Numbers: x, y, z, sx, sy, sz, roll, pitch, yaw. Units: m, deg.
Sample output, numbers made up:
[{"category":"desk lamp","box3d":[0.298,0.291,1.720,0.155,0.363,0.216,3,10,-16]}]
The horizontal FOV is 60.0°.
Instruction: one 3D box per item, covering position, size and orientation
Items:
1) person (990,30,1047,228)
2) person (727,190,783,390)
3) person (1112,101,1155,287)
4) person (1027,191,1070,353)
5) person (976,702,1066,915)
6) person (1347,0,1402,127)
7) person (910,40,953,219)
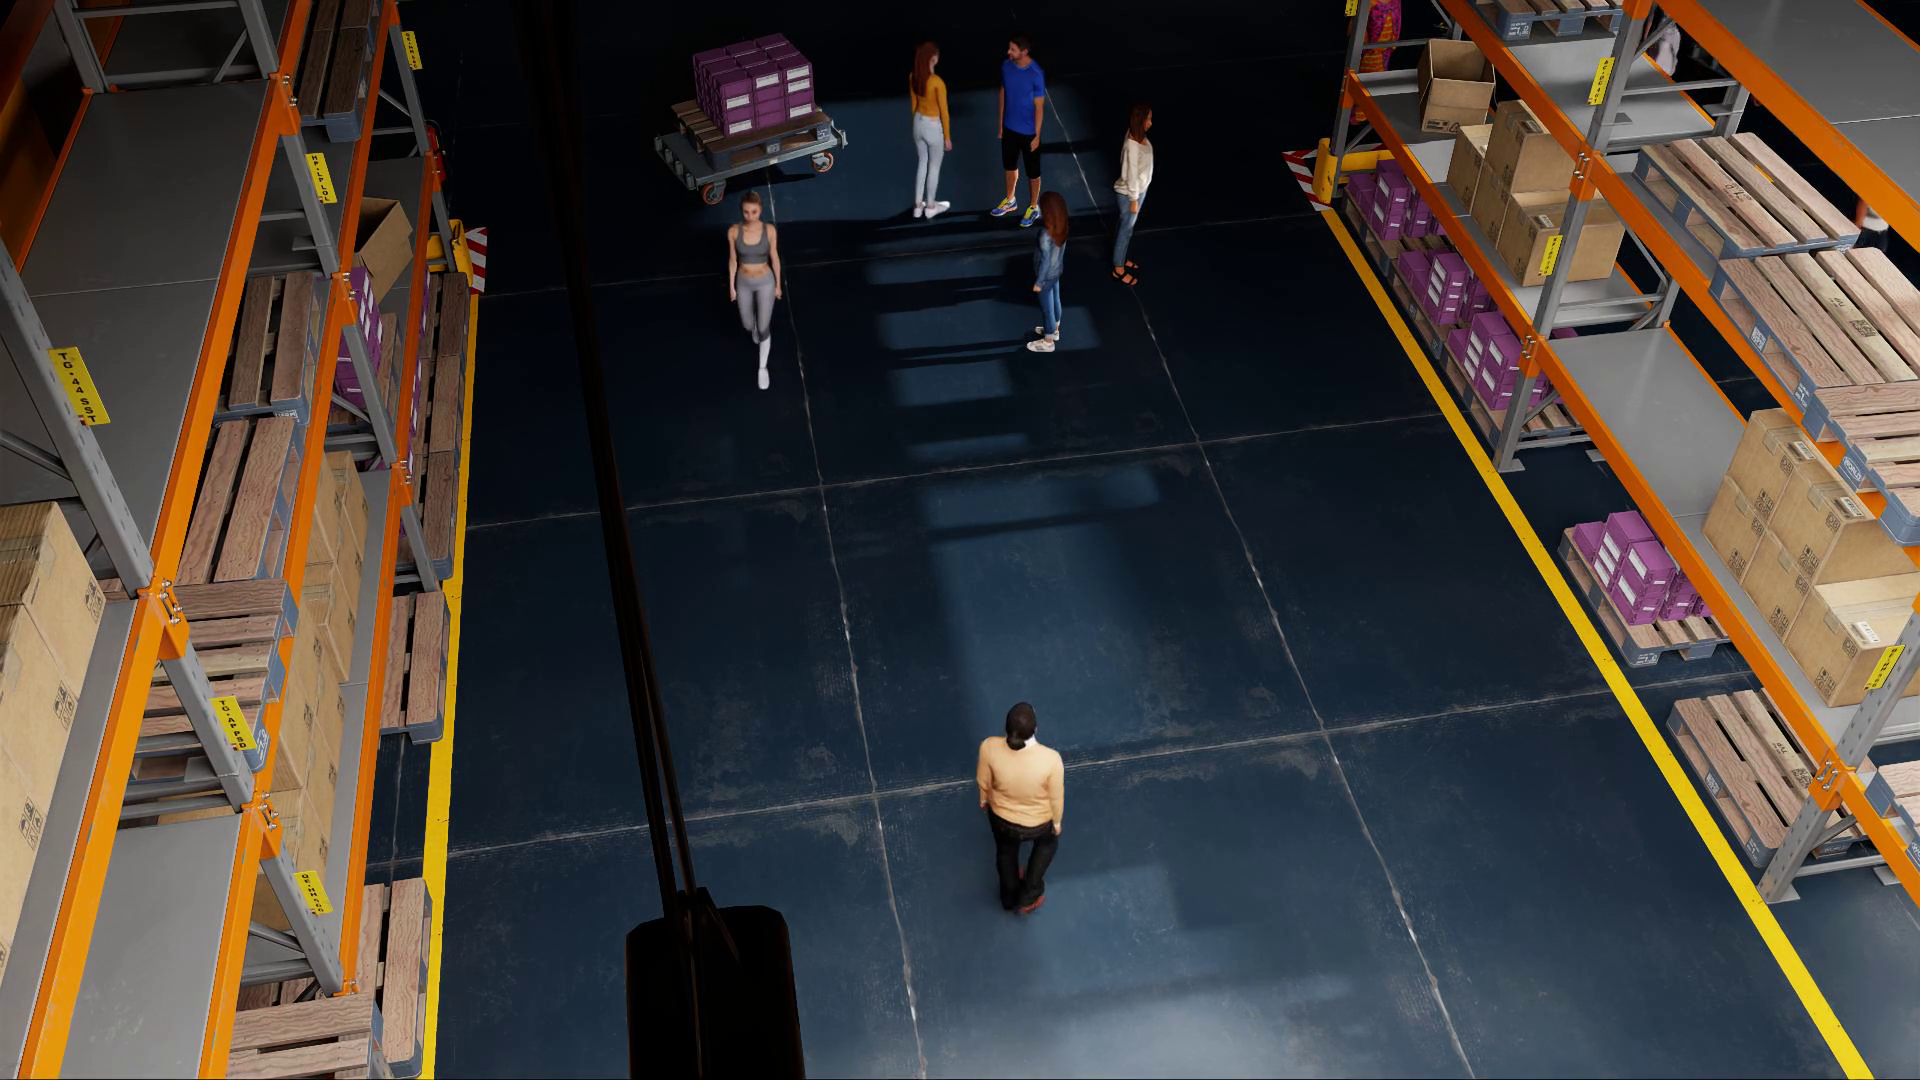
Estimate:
[{"category":"person","box3d":[0.557,-3.697,14.865,0.691,1.866,0.761,29,50,27]},{"category":"person","box3d":[-1.637,-2.067,13.283,0.640,1.686,0.961,-3,44,-3]},{"category":"person","box3d":[1.462,-2.992,14.260,0.739,1.679,0.589,5,44,5]},{"category":"person","box3d":[0.734,-2.197,13.571,0.702,1.478,0.596,15,46,15]},{"category":"person","box3d":[0.330,1.595,9.393,0.775,1.750,0.781,12,45,12]},{"category":"person","box3d":[4.054,-4.872,16.232,0.739,1.681,0.757,-20,47,-20]},{"category":"person","box3d":[-0.287,-3.647,14.900,0.728,1.745,0.792,29,51,27]}]
